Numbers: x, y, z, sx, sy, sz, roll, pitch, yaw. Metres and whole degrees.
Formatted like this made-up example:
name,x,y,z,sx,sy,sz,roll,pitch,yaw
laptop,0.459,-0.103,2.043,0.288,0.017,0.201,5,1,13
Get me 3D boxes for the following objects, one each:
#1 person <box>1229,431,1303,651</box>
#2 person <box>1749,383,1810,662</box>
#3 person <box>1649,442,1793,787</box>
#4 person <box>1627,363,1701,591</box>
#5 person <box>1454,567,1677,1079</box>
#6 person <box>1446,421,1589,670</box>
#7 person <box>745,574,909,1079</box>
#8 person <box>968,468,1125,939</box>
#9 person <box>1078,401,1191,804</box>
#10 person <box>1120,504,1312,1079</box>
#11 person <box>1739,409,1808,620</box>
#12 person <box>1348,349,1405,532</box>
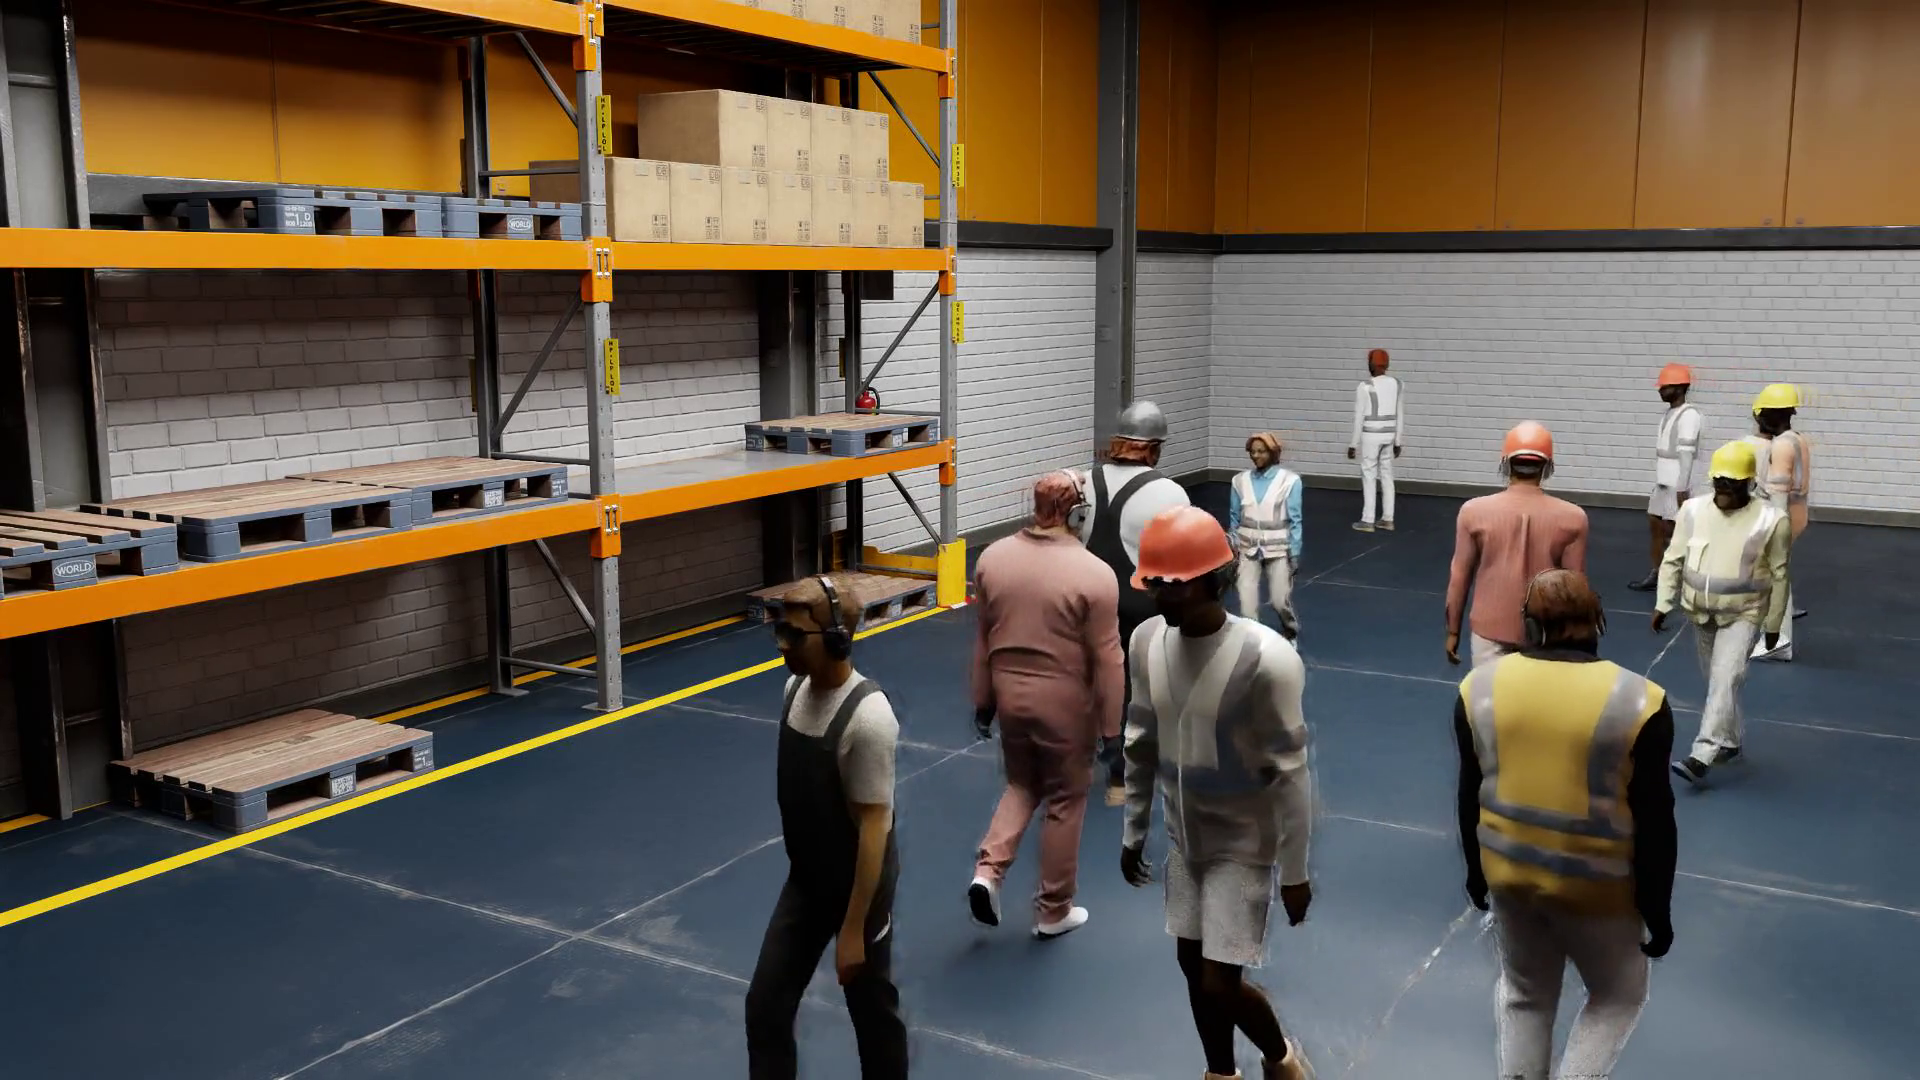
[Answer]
name,x,y,z,sx,sy,sz,roll,pitch,yaw
person,2.040,0.080,10.996,0.519,1.626,0.581,5,11,30
person,5.522,-0.106,11.293,0.447,1.908,0.616,6,11,33
person,3.926,0.380,8.659,0.938,1.773,0.585,-7,12,-38
person,5.955,-0.501,13.737,0.659,1.916,0.558,0,9,2
person,1.728,0.983,4.785,0.641,1.817,0.434,8,12,41
person,2.625,0.419,7.864,0.623,1.963,0.920,2,9,12
person,-0.441,1.007,4.605,0.767,1.820,0.530,-7,12,-38
person,0.326,0.665,6.524,0.676,1.891,0.506,6,11,35
person,0.946,0.284,8.446,0.703,2.000,0.773,8,12,41
person,0.727,0.879,4.884,0.571,2.004,0.645,-7,11,-35
person,6.159,-0.234,12.639,0.551,1.718,0.880,-5,10,-28
person,4.284,-1.022,17.086,0.594,1.882,0.352,-4,10,-24
